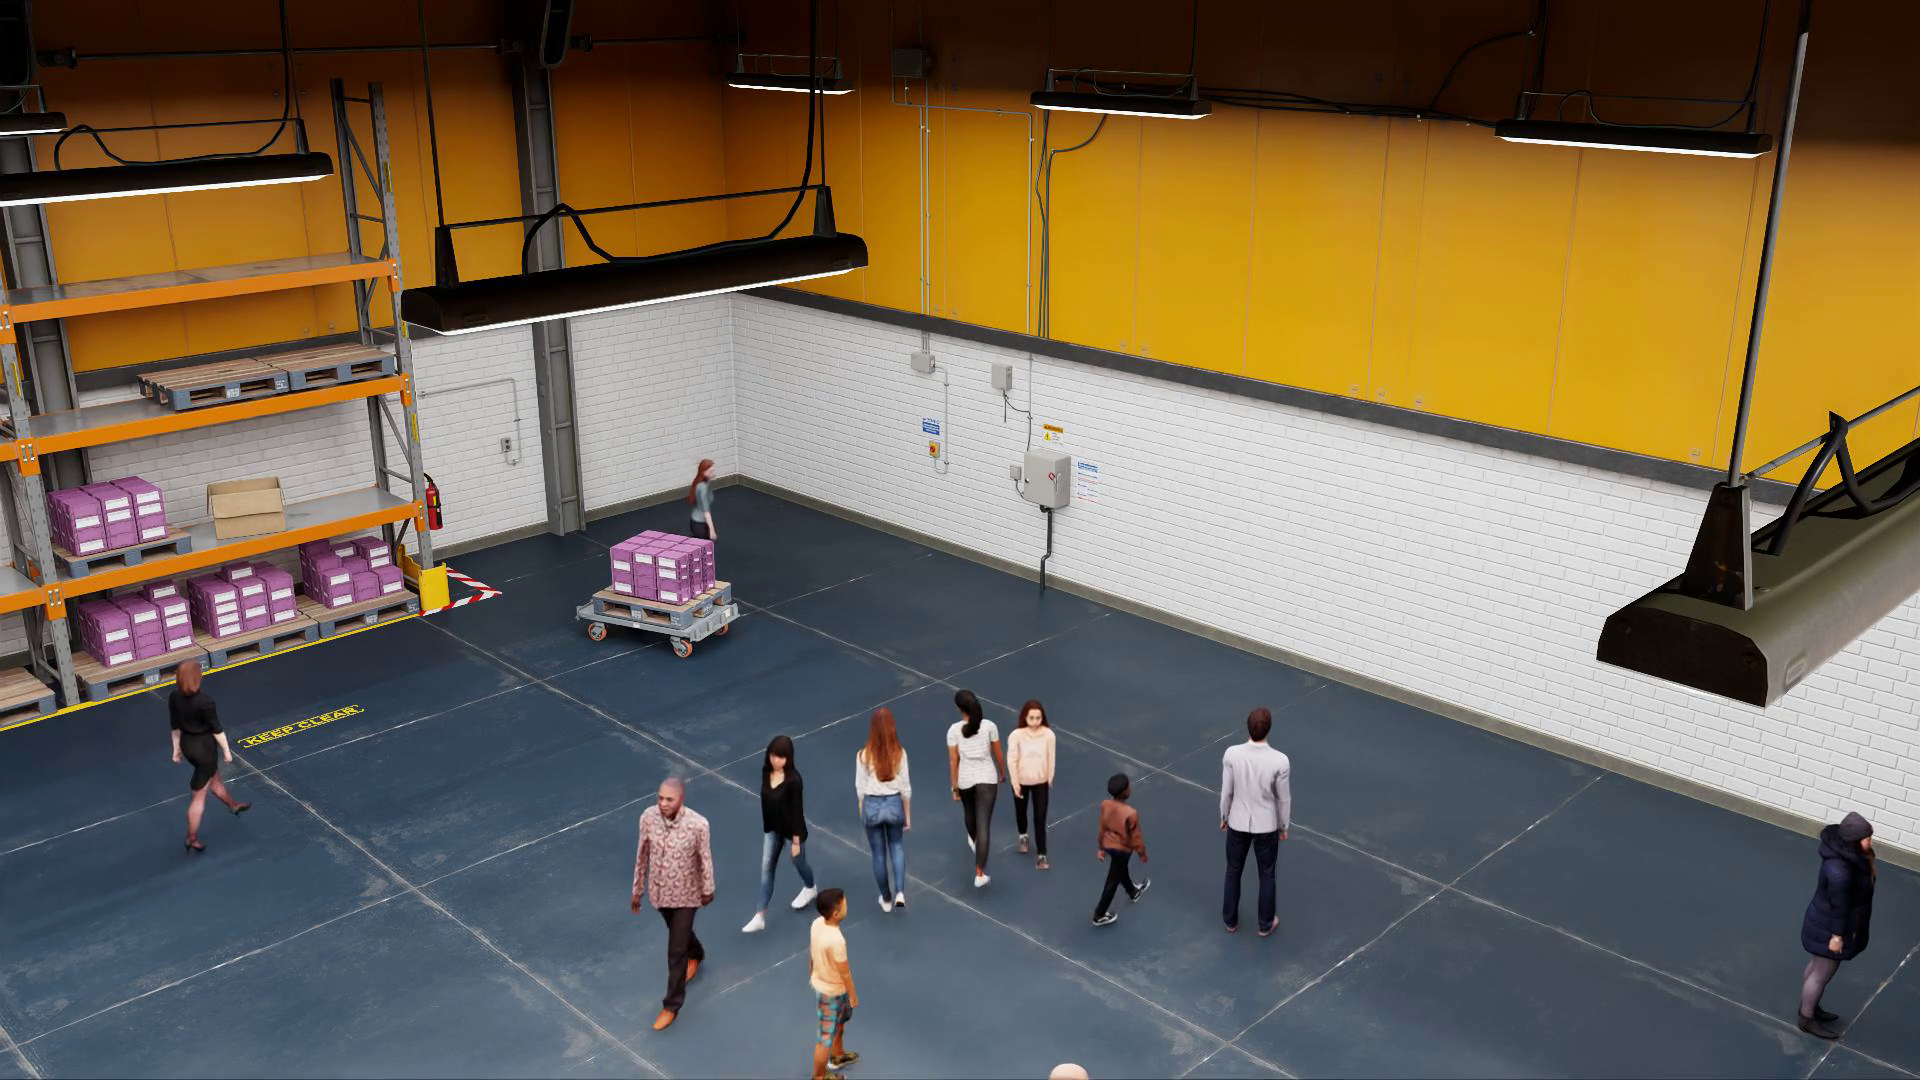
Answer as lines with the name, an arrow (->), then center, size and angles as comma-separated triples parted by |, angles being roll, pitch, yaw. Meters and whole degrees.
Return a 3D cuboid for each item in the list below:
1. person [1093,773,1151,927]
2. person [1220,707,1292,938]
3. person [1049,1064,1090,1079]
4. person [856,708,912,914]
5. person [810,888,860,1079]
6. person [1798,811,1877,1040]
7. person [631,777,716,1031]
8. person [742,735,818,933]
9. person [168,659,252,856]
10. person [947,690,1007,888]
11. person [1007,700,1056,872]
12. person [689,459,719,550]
person -> 1.185, 2.429, 12.907 | 0.907, 1.220, 0.599 | -14, 23, -35
person -> 2.242, 2.154, 12.735 | 0.760, 1.850, 0.737 | 6, 19, 16
person -> 0.528, 3.540, 8.703 | 0.617, 1.797, 0.698 | -14, 23, -36
person -> -0.587, 2.158, 12.935 | 0.768, 1.715, 0.817 | -3, 19, -8
person -> -0.919, 2.968, 10.947 | 0.722, 1.449, 0.626 | -11, 21, -29
person -> 6.067, 2.646, 11.548 | 0.806, 1.674, 0.680 | 10, 21, 27
person -> -2.007, 2.476, 11.910 | 0.997, 1.767, 1.275 | 6, 20, 18
person -> -1.306, 2.222, 12.931 | 0.748, 1.597, 1.124 | 12, 22, 32
person -> -6.429, 1.846, 13.928 | 0.866, 1.673, 1.113 | 7, 20, 20
person -> 0.130, 2.031, 13.508 | 1.088, 1.589, 1.179 | 1, 19, 3
person -> 0.571, 1.988, 13.863 | 0.949, 1.445, 0.979 | -1, 19, -4
person -> -3.112, -0.147, 19.798 | 0.786, 1.703, 0.745 | -7, 20, -19
